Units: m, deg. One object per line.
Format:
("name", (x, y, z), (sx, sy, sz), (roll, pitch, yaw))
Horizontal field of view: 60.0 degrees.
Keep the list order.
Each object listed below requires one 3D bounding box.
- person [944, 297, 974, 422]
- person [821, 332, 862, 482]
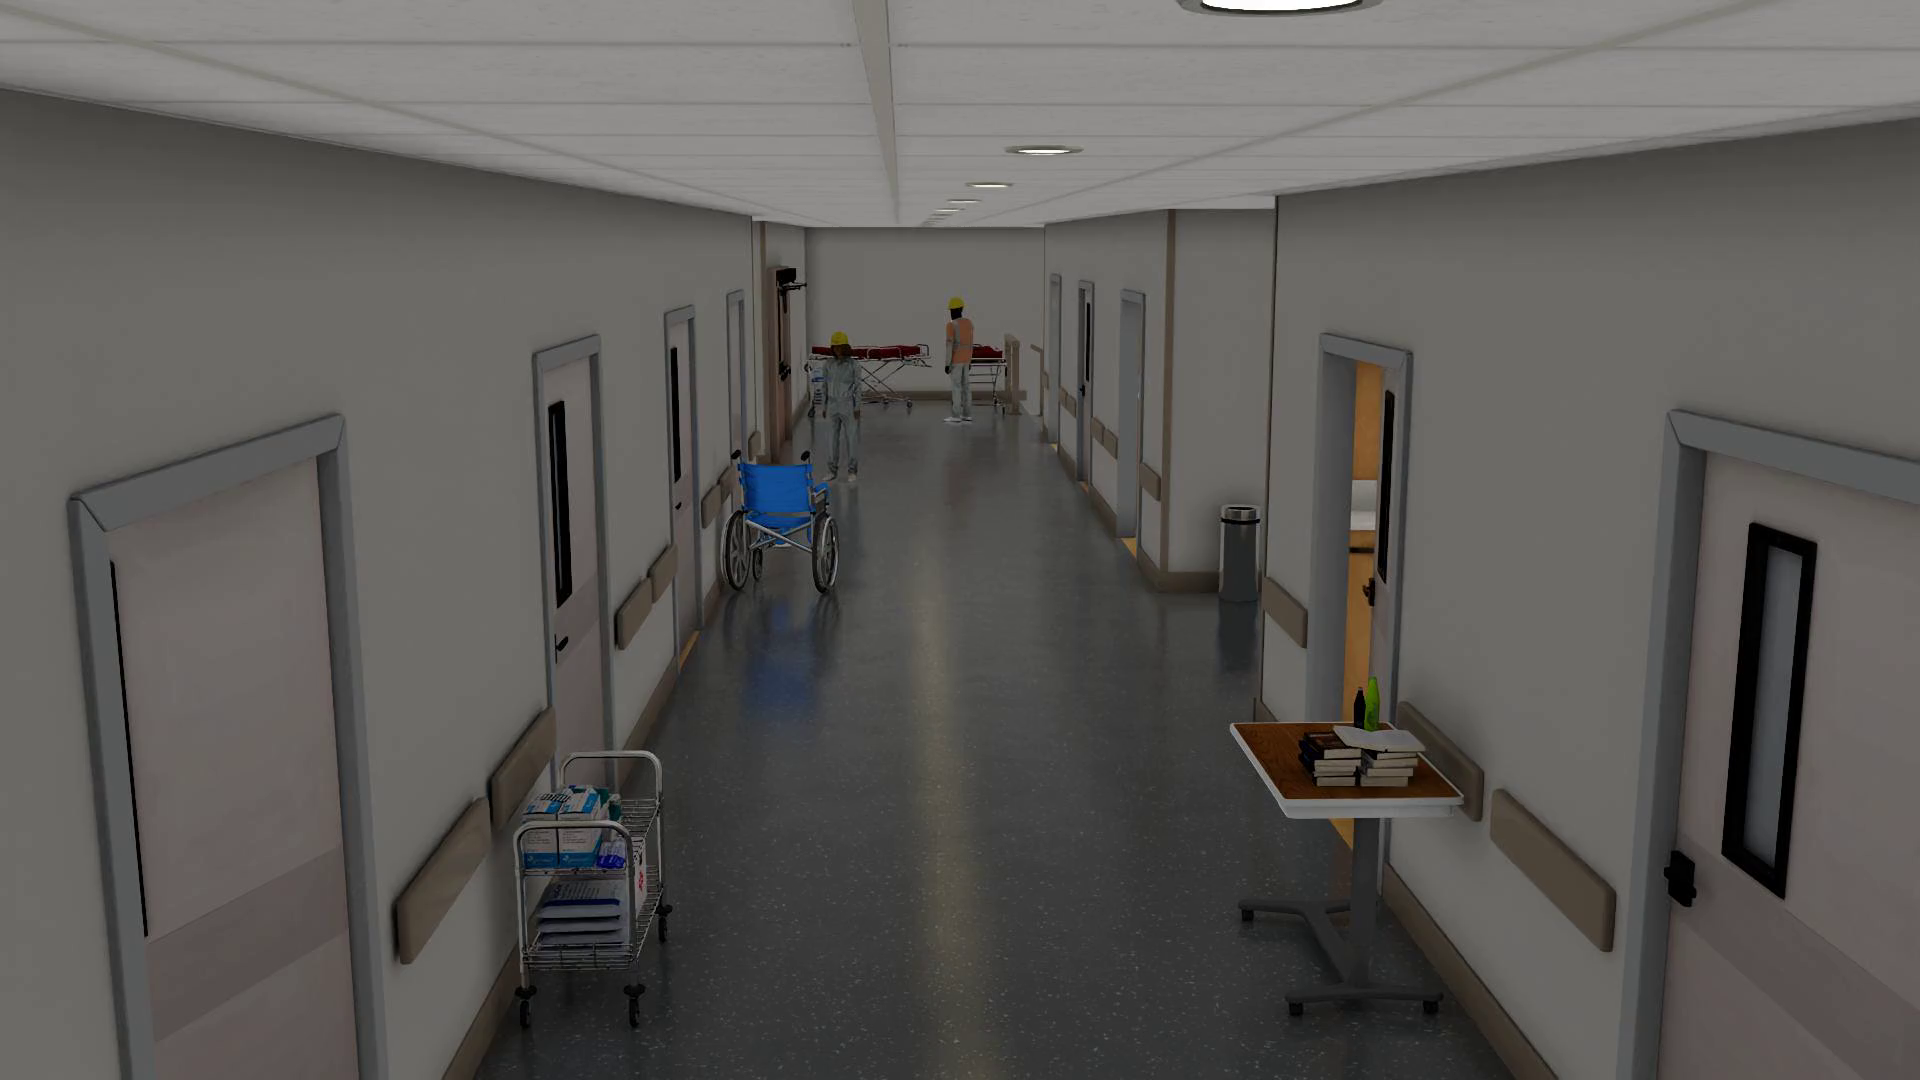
("person", (-0.031, -2.775, 25.668), (0.398, 1.920, 0.586), (8, 13, 39))
("person", (-1.377, -1.532, 19.223), (0.491, 1.744, 0.295), (3, 11, 16))
